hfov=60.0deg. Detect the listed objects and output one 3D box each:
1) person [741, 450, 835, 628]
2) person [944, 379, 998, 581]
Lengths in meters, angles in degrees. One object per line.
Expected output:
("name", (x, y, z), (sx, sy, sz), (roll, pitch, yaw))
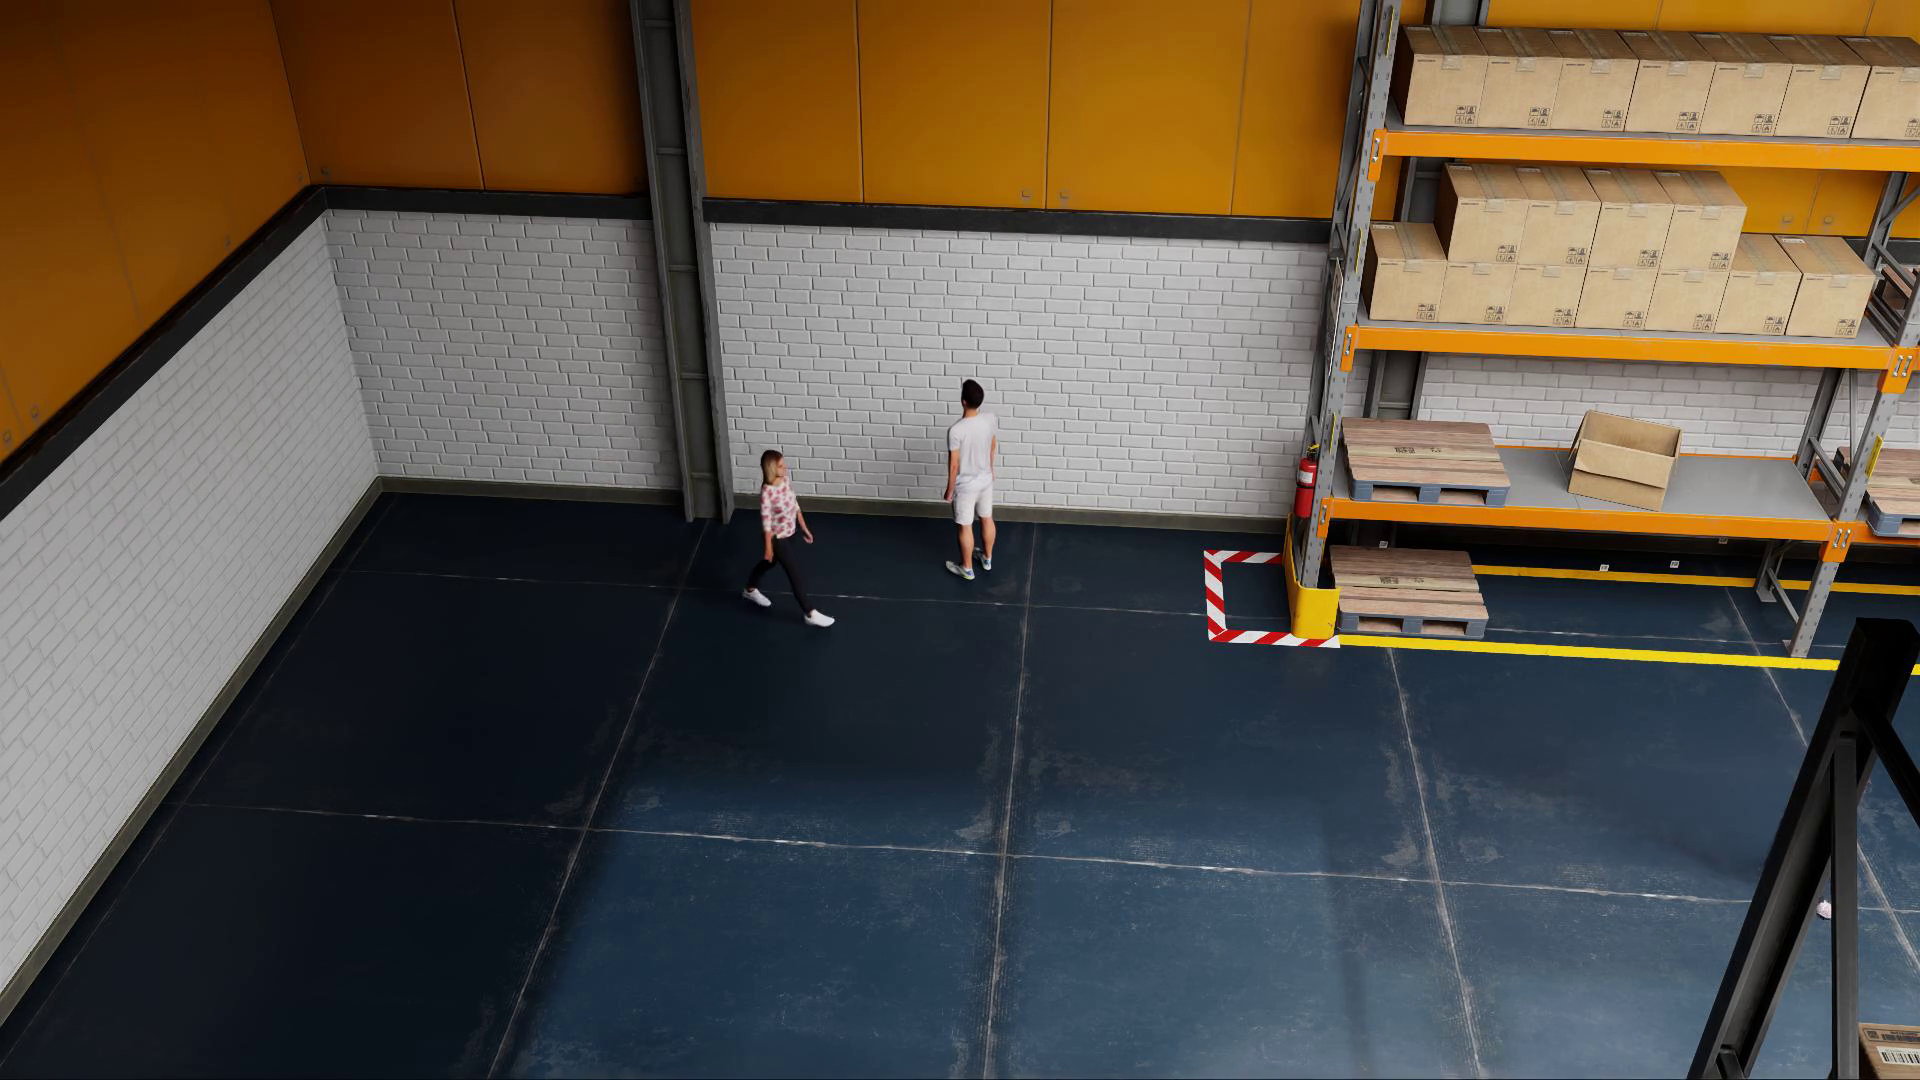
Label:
("person", (-1.548, -0.043, 13.621), (1.147, 1.591, 0.710), (9, 35, 14))
("person", (0.102, -0.514, 14.093), (0.748, 1.855, 0.813), (-24, 41, -32))
